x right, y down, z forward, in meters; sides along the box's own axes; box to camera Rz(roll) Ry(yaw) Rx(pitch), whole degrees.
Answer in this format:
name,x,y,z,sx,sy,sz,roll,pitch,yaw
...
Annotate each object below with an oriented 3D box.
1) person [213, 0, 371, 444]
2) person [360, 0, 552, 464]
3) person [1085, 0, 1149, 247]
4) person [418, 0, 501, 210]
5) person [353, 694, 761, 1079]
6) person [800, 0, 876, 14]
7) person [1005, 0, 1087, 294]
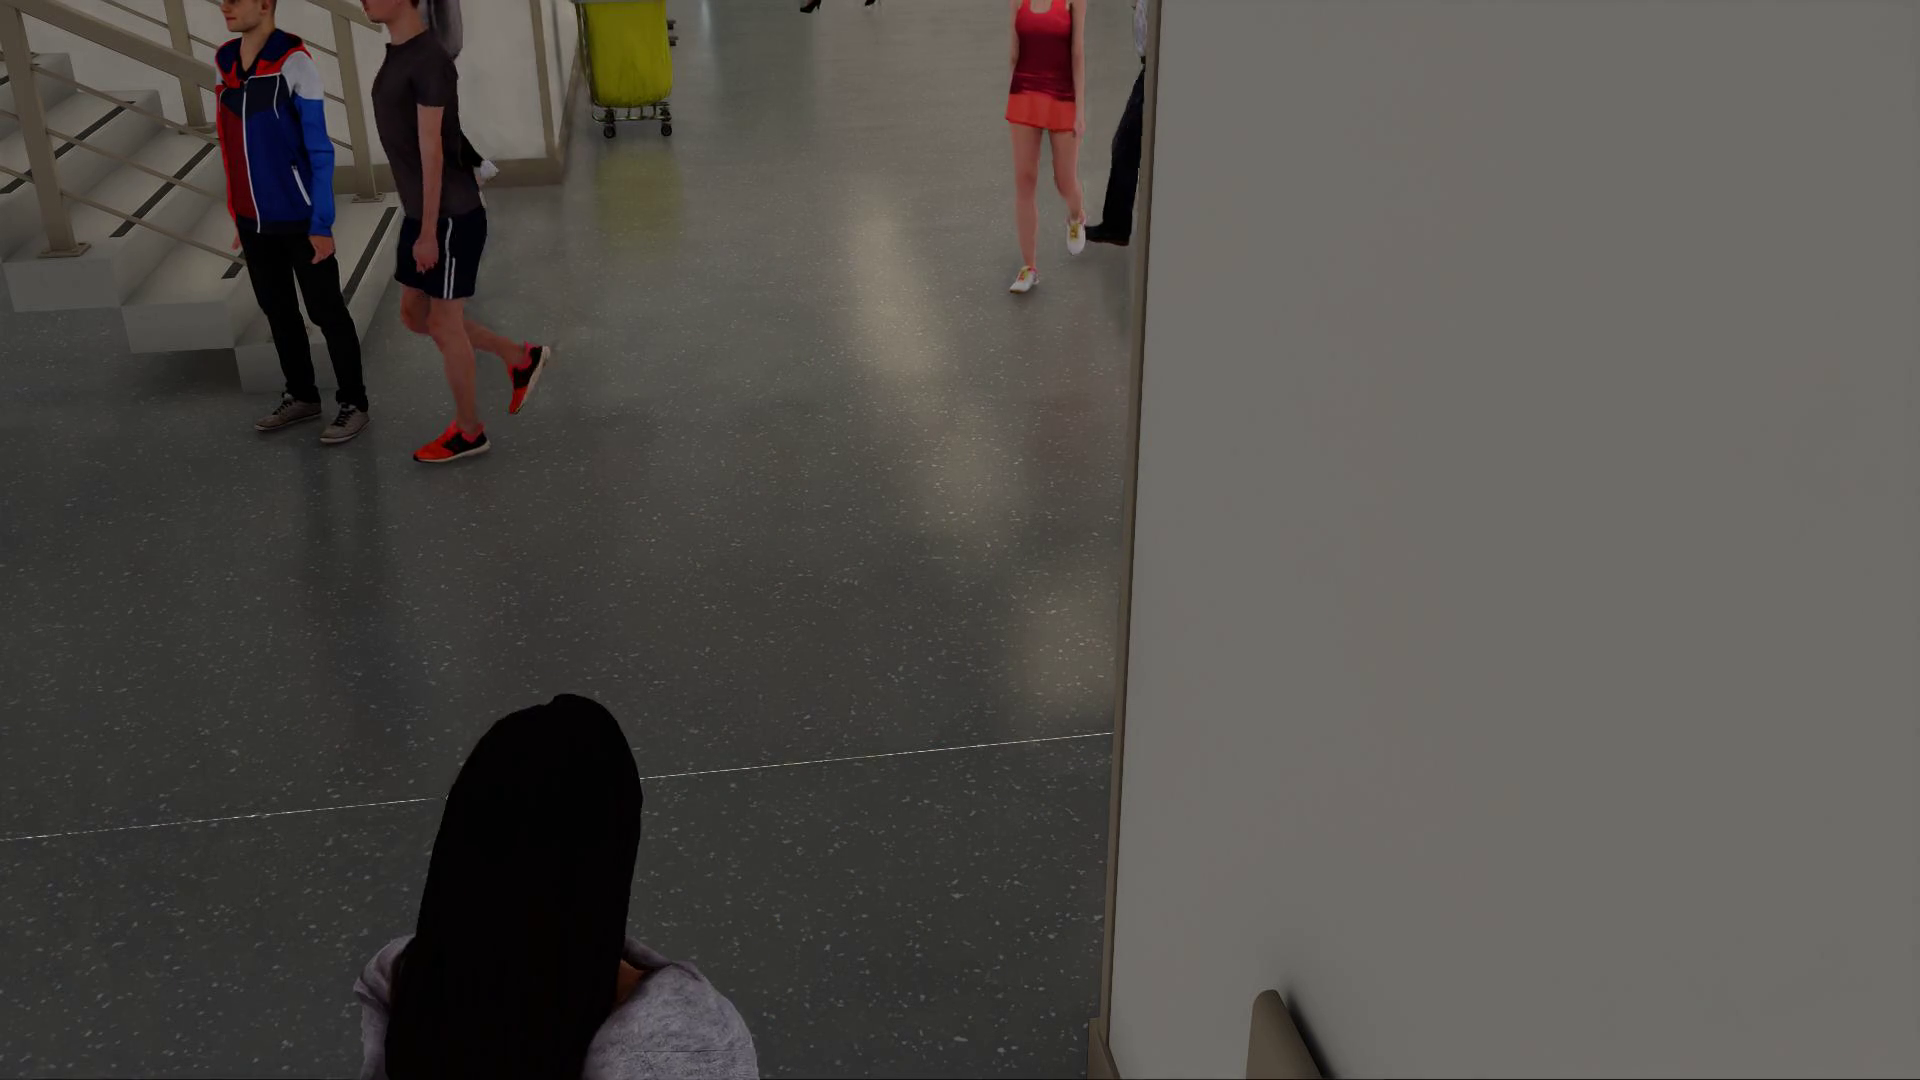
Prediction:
name,x,y,z,sx,sy,sz,roll,pitch,yaw
person,-2.528,-1.241,6.241,0.678,1.757,0.785,11,28,21
person,-1.798,-1.171,6.004,0.954,1.838,0.834,-16,30,-29
person,1.141,-2.338,8.484,1.281,1.785,1.061,10,27,19
person,-2.831,-2.722,9.322,0.667,1.749,0.655,-5,26,-10
person,-0.434,0.957,1.842,0.671,1.619,0.773,9,27,19
person,-1.190,-5.921,16.078,1.056,1.643,0.702,-1,26,-2
person,0.450,-2.102,8.053,0.977,1.734,0.926,10,27,19
